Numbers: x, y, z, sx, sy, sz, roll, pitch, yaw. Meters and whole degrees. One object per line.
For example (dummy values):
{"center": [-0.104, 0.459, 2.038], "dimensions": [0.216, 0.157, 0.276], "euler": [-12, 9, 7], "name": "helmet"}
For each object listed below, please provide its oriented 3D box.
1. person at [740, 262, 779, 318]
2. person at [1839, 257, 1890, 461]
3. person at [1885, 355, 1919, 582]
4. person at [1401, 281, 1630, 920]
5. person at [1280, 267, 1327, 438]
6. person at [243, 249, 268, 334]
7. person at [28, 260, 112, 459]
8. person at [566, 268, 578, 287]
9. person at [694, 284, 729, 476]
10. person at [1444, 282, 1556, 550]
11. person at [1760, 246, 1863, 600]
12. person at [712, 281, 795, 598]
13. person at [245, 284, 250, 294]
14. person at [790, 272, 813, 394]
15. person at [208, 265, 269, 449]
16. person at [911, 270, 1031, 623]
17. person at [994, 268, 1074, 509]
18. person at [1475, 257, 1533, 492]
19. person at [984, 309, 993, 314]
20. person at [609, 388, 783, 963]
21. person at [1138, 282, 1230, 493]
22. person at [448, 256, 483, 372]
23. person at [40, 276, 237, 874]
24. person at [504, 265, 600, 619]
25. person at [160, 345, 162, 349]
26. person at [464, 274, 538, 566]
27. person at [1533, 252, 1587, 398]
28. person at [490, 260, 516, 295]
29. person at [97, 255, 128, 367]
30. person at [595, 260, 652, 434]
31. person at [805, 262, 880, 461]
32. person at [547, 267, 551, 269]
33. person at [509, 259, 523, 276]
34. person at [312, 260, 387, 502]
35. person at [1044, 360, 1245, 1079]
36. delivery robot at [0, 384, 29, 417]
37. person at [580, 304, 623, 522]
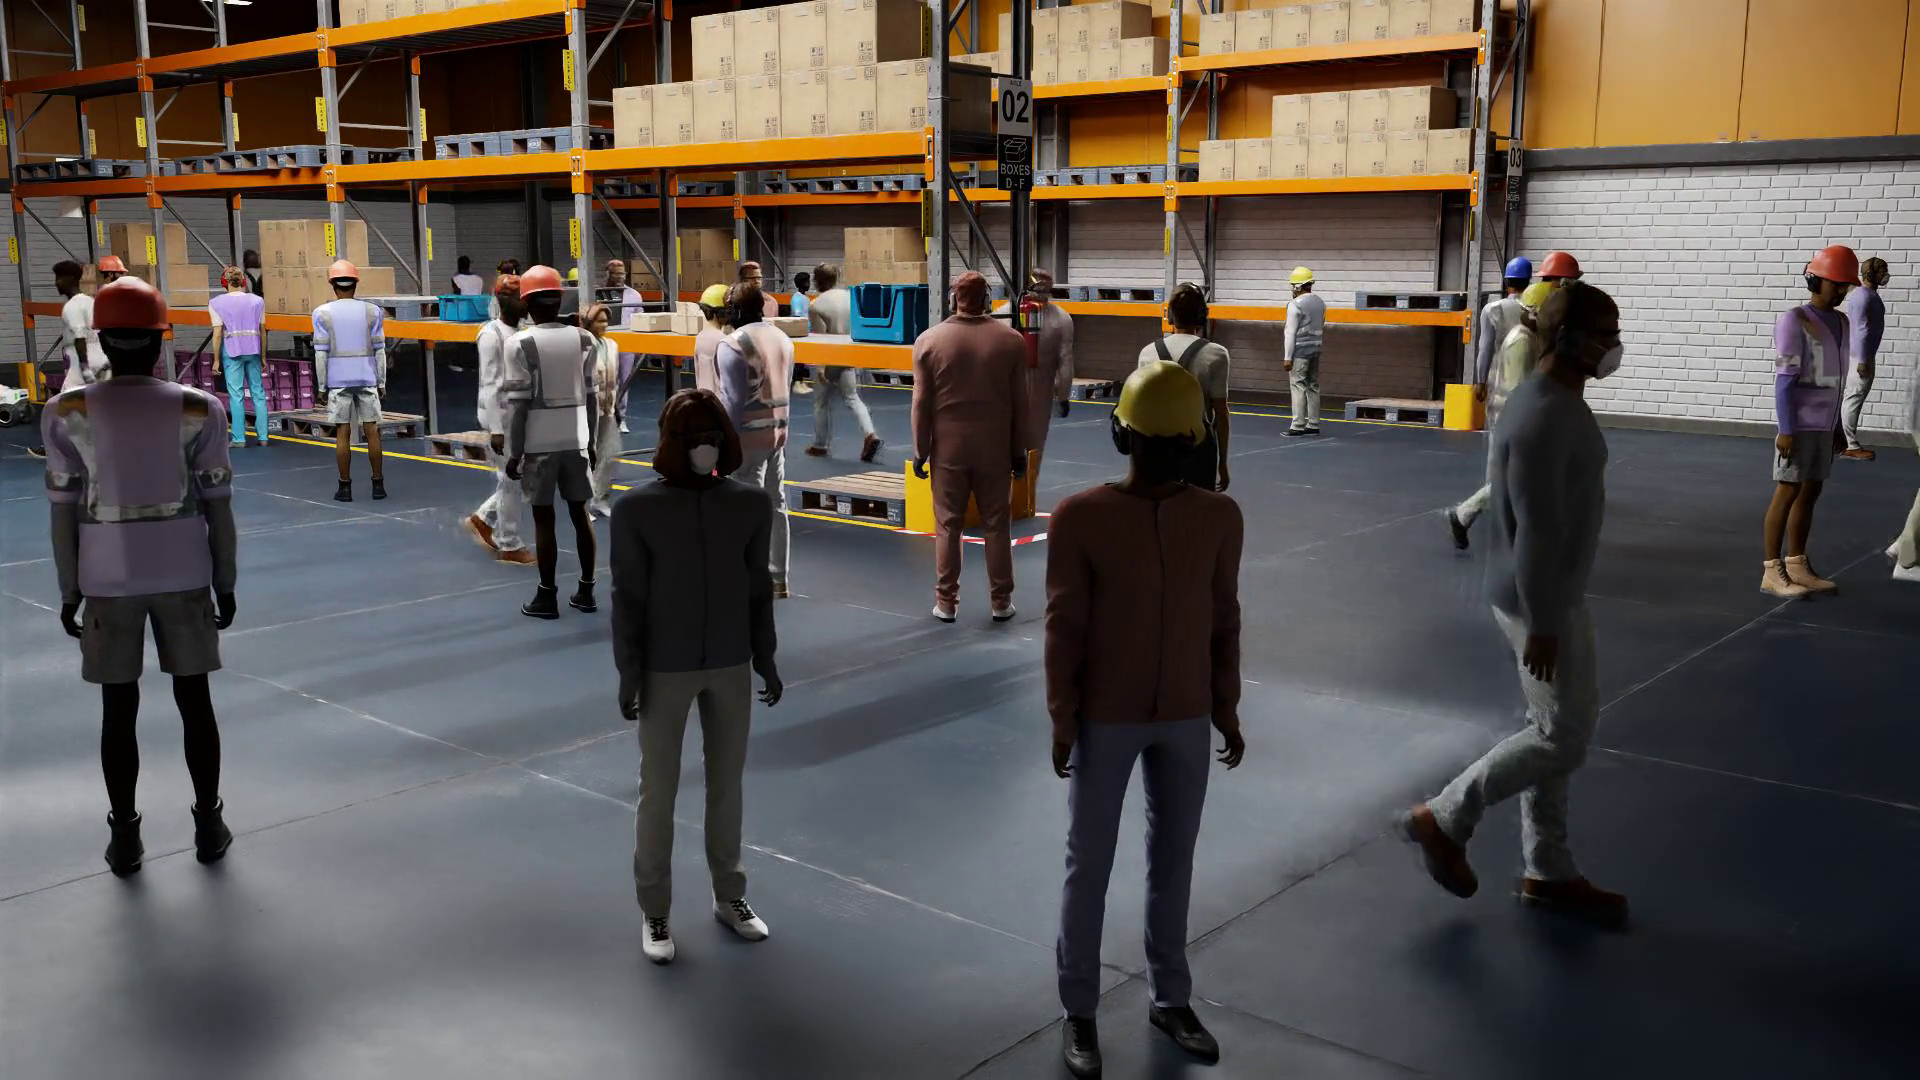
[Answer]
{"center": [-1.903, -1.593, 15.275], "dimensions": [0.638, 1.899, 0.395], "euler": [-9, 13, -40], "name": "person"}
{"center": [8.685, -1.740, 15.981], "dimensions": [0.373, 1.940, 0.628], "euler": [6, 11, 30], "name": "person"}
{"center": [5.867, -0.637, 9.968], "dimensions": [0.410, 1.842, 0.548], "euler": [6, 11, 30], "name": "person"}
{"center": [1.732, 0.195, 4.986], "dimensions": [0.572, 1.928, 0.649], "euler": [5, 11, 24], "name": "person"}
{"center": [3.667, -2.003, 17.821], "dimensions": [0.591, 1.823, 0.405], "euler": [-9, 14, -43], "name": "person"}
{"center": [-10.851, -3.467, 25.524], "dimensions": [0.584, 2.000, 0.702], "euler": [9, 14, 43], "name": "person"}
{"center": [-8.308, -1.682, 15.756], "dimensions": [1.043, 1.909, 0.609], "euler": [0, 10, -2], "name": "person"}
{"center": [-4.887, -2.605, 21.400], "dimensions": [0.330, 1.765, 0.533], "euler": [3, 10, 18], "name": "person"}
{"center": [-1.691, -0.906, 11.714], "dimensions": [0.305, 1.771, 0.525], "euler": [-7, 12, -33], "name": "person"}
{"center": [3.628, -0.778, 10.862], "dimensions": [0.737, 1.807, 0.607], "euler": [5, 11, 25], "name": "person"}
{"center": [4.954, -0.673, 9.638], "dimensions": [0.605, 2.033, 0.392], "euler": [-6, 12, -32], "name": "person"}
{"center": [-1.190, -0.542, 9.439], "dimensions": [0.428, 1.839, 0.636], "euler": [5, 11, 27], "name": "person"}
{"center": [-9.624, -2.697, 22.292], "dimensions": [0.497, 1.634, 0.278], "euler": [-5, 11, -28], "name": "person"}
{"center": [-2.204, -2.881, 23.164], "dimensions": [0.317, 1.695, 0.540], "euler": [2, 10, 11], "name": "person"}
{"center": [-7.256, -1.835, 16.781], "dimensions": [0.395, 1.847, 0.564], "euler": [9, 13, 42], "name": "person"}
{"center": [0.058, -0.502, 9.027], "dimensions": [0.652, 1.904, 0.402], "euler": [-1, 10, -4], "name": "person"}
{"center": [0.533, -1.153, 12.829], "dimensions": [0.684, 1.872, 0.458], "euler": [1, 10, 6], "name": "person"}
{"center": [4.474, -1.298, 13.437], "dimensions": [0.610, 1.947, 0.388], "euler": [0, 10, 1], "name": "person"}
{"center": [0.130, -1.462, 15.006], "dimensions": [0.484, 1.728, 0.502], "euler": [1, 10, 4], "name": "person"}
{"center": [-0.753, 0.378, 4.784], "dimensions": [0.498, 1.634, 0.278], "euler": [-6, 11, -29], "name": "person"}
{"center": [1.176, -0.424, 8.750], "dimensions": [0.507, 1.847, 0.351], "euler": [6, 11, 29], "name": "person"}
{"center": [-8.113, -3.693, 27.284], "dimensions": [0.871, 1.882, 0.597], "euler": [9, 14, 42], "name": "person"}
{"center": [-2.653, 0.117, 5.436], "dimensions": [0.543, 1.933, 0.382], "euler": [-5, 11, -27], "name": "person"}
{"center": [-2.241, -0.530, 9.120], "dimensions": [0.543, 1.928, 0.372], "euler": [-8, 13, -40], "name": "person"}
{"center": [-12.196, -3.300, 25.022], "dimensions": [0.355, 1.883, 0.574], "euler": [9, 14, 43], "name": "person"}
{"center": [-2.932, -0.755, 10.593], "dimensions": [0.512, 1.866, 0.599], "euler": [3, 10, 15], "name": "person"}
{"center": [4.130, -0.996, 11.576], "dimensions": [0.380, 1.996, 0.608], "euler": [-1, 10, -7], "name": "person"}
{"center": [-5.718, -2.598, 21.070], "dimensions": [0.313, 1.866, 0.538], "euler": [9, 14, 43], "name": "person"}
{"center": [-9.580, -2.254, 18.907], "dimensions": [0.354, 1.939, 0.544], "euler": [-7, 12, -36], "name": "person"}
{"center": [-3.673, -2.066, 17.979], "dimensions": [0.689, 1.894, 0.634], "euler": [-6, 12, -30], "name": "person"}
{"center": [-1.156, -1.695, 15.849], "dimensions": [0.635, 1.902, 0.955], "euler": [-9, 13, -41], "name": "person"}
{"center": [-4.599, -2.173, 18.795], "dimensions": [0.412, 1.814, 0.600], "euler": [-8, 13, -37], "name": "person"}
{"center": [-7.572, -3.859, 28.354], "dimensions": [0.658, 1.837, 0.430], "euler": [-2, 10, -10], "name": "person"}
{"center": [-4.873, -1.267, 13.316], "dimensions": [0.542, 1.929, 0.368], "euler": [-5, 11, -27], "name": "person"}
{"center": [0.459, 0.439, 4.087], "dimensions": [0.523, 1.761, 0.323], "euler": [-3, 10, -17], "name": "person"}
{"center": [-10.996, -1.606, 18.885], "dimensions": [0.707, 0.478, 0.477], "euler": [-1, 10, -5], "name": "delivery robot"}
{"center": [-2.715, -0.933, 12.310], "dimensions": [0.387, 1.614, 0.518], "euler": [6, 11, 29], "name": "person"}
